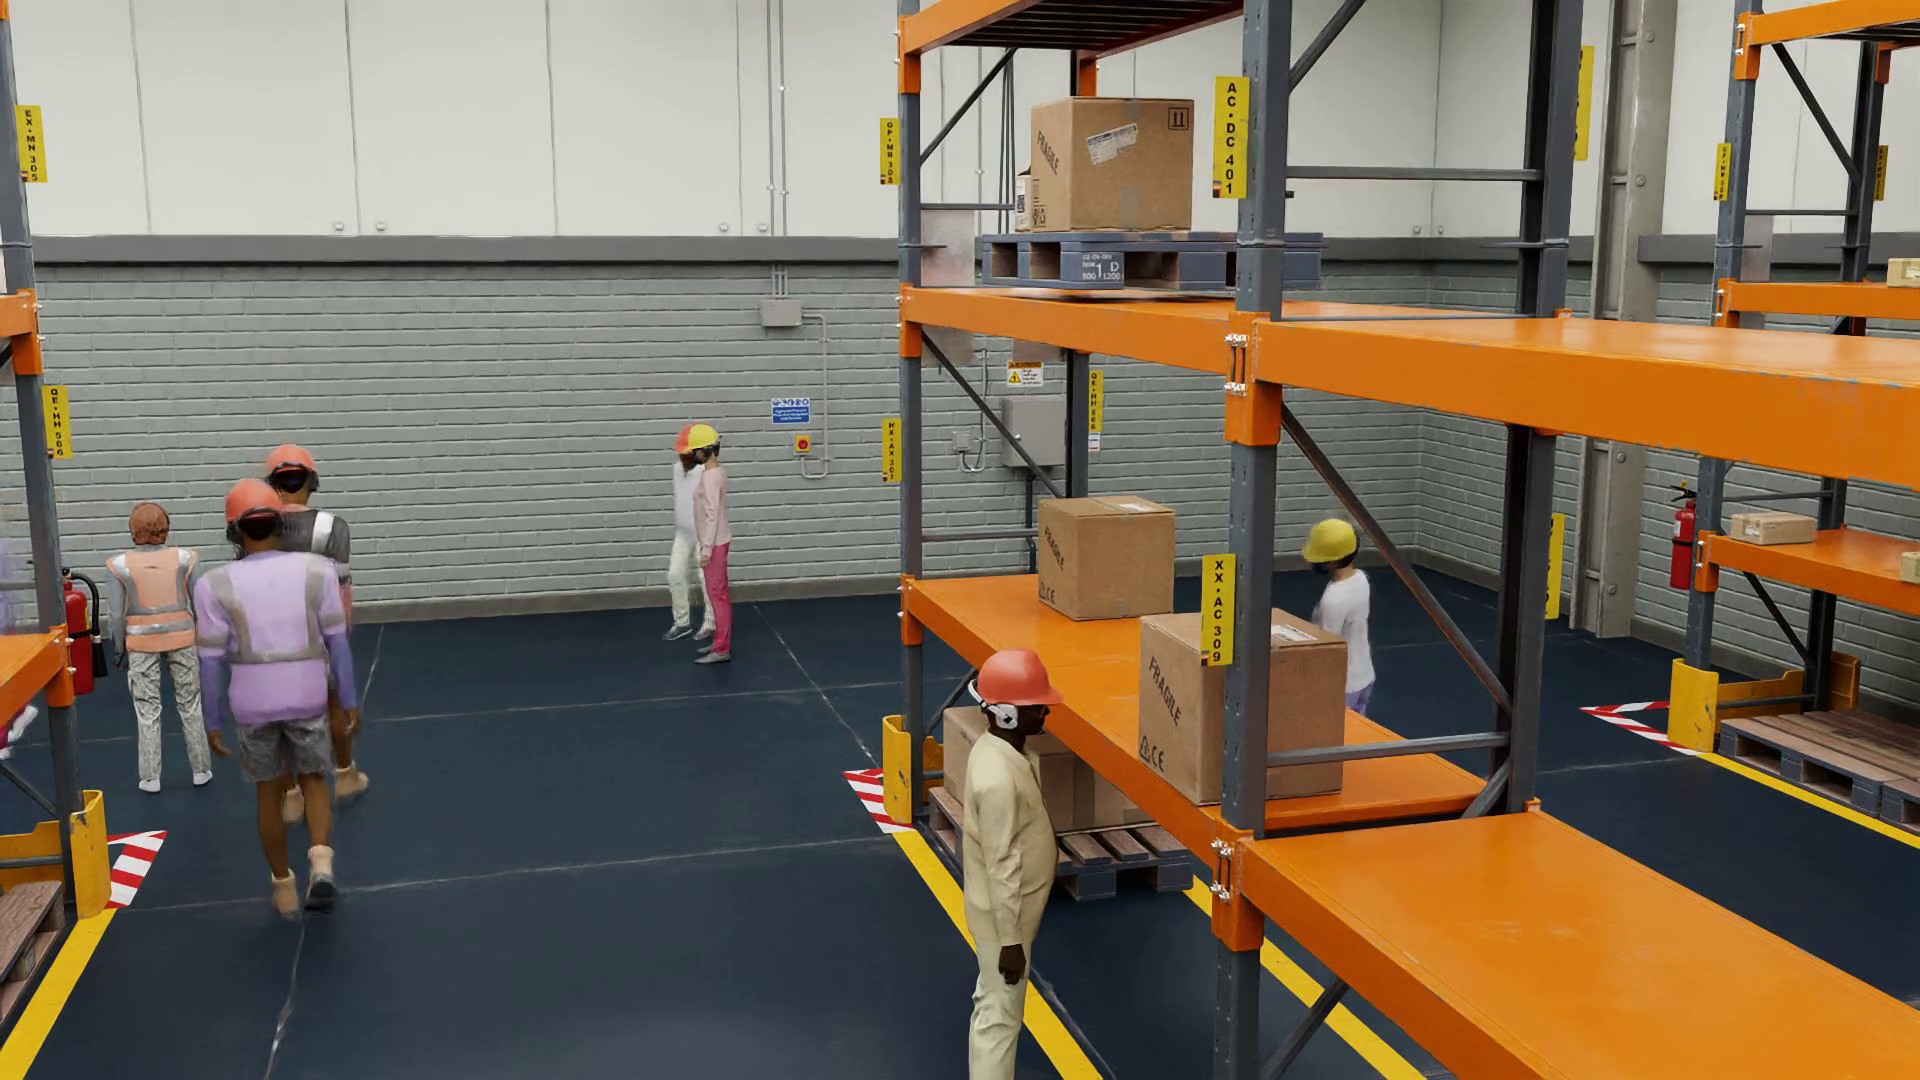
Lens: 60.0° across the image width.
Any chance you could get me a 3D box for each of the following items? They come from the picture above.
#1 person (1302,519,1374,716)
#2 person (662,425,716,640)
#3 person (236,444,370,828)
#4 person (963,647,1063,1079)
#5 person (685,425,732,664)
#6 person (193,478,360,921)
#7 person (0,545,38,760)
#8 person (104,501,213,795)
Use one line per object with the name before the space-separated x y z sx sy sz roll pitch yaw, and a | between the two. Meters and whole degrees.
person | 1.877 0.748 8.212 0.343 1.730 0.638 7 12 34
person | -2.030 -0.043 12.766 0.572 1.706 0.555 8 12 37
person | -3.517 0.485 8.928 0.609 1.996 0.811 -1 10 -5
person | 0.171 1.210 5.491 0.326 1.752 0.560 0 10 0
person | -1.837 0.030 12.204 0.321 1.761 0.522 -1 10 -4
person | -3.046 0.733 7.454 0.657 2.018 0.620 -6 11 -29
person | -5.742 0.512 9.822 0.519 1.620 0.411 6 12 30
person | -4.454 0.602 9.275 0.514 1.642 0.311 -5 11 -29
